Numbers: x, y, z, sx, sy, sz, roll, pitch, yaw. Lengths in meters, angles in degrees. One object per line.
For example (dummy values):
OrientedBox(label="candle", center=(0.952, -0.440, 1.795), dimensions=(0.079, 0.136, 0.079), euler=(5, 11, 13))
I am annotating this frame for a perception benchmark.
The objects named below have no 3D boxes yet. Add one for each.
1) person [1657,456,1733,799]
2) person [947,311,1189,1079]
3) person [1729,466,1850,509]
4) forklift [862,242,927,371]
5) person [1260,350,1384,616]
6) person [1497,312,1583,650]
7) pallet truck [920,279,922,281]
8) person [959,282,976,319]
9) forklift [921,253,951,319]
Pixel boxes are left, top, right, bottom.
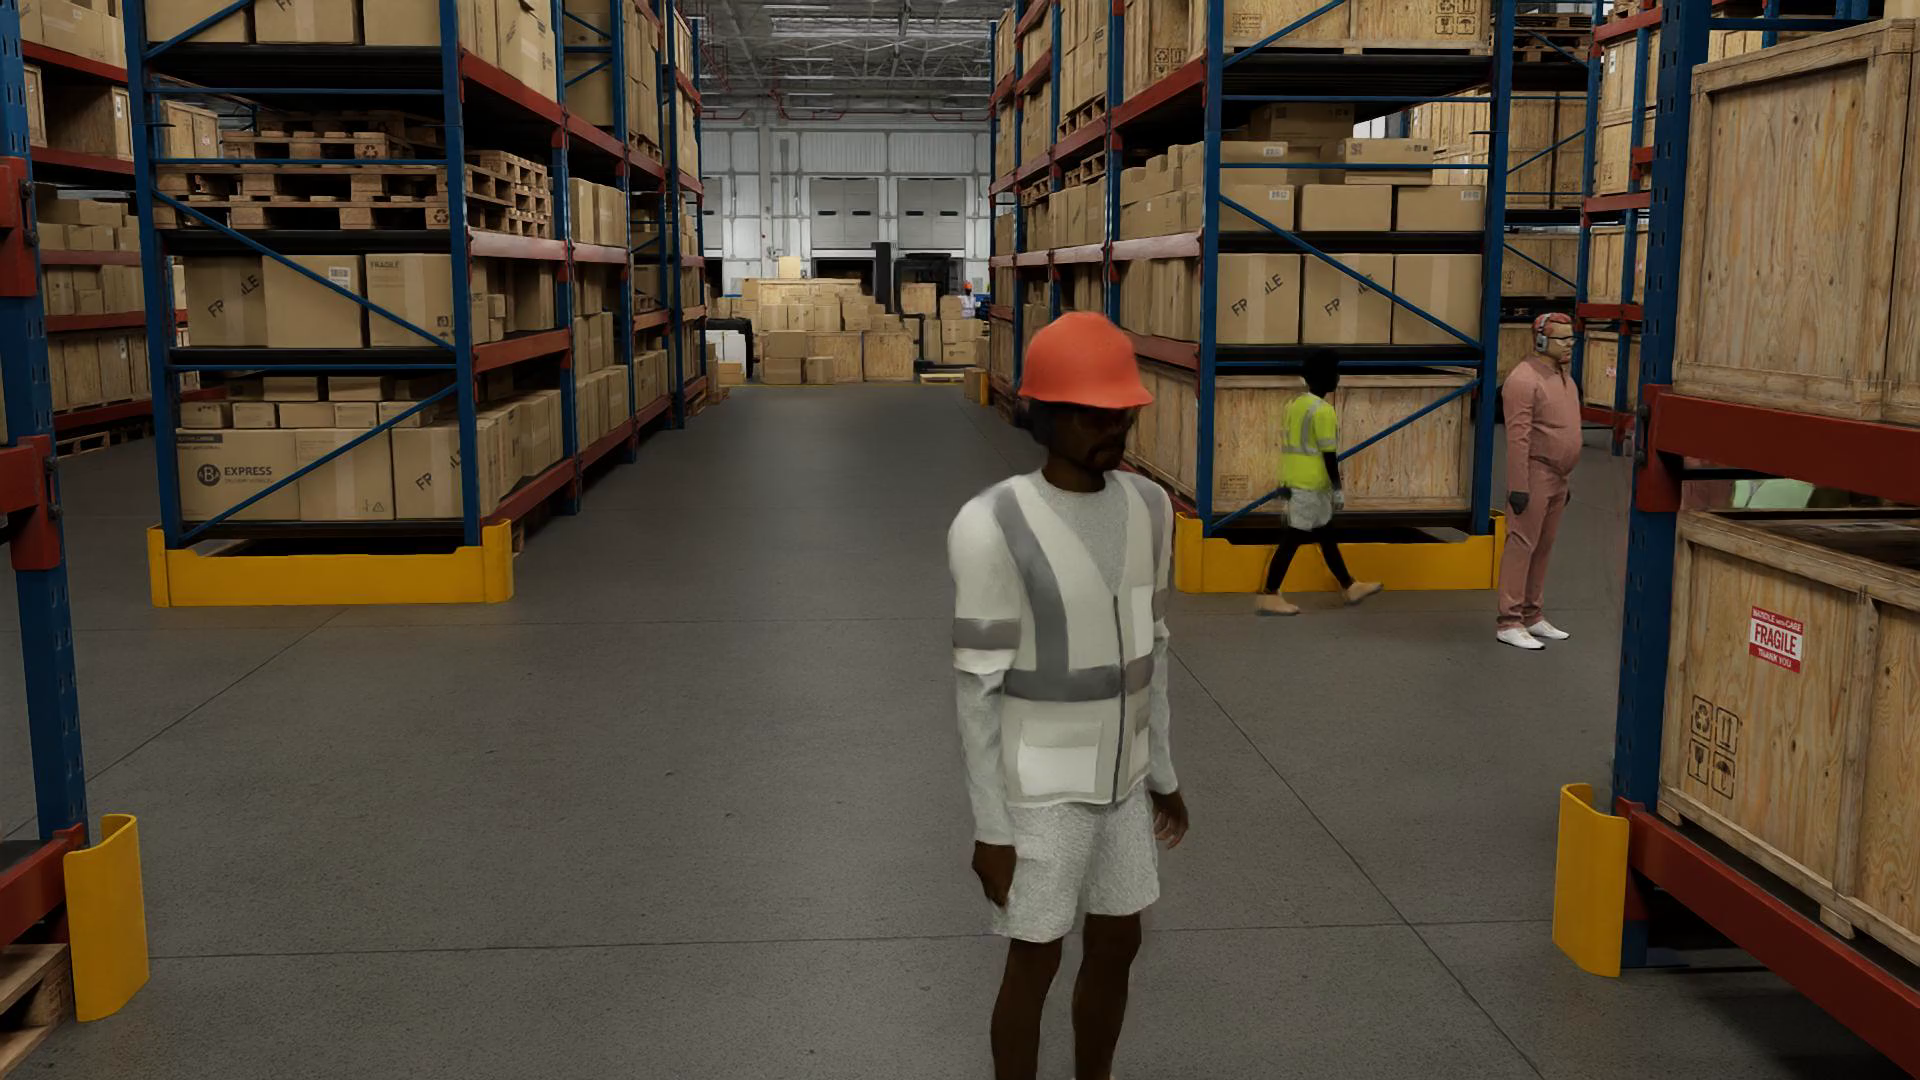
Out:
OrientedBox(label="person", center=(2.959, 0.141, 6.570), dimensions=(0.657, 1.876, 0.674), euler=(-2, 9, -12))
OrientedBox(label="person", center=(0.262, 0.521, 3.688), dimensions=(0.611, 2.043, 0.382), euler=(-7, 12, -39))
OrientedBox(label="person", center=(2.825, 0.262, 6.000), dimensions=(0.841, 1.809, 0.581), euler=(0, 9, -2))
OrientedBox(label="forklift", center=(-1.688, -5.088, 36.276), dimensions=(1.873, 2.768, 1.129), euler=(-1, 9, -4))
OrientedBox(label="person", center=(2.268, -0.346, 10.327), dimensions=(0.875, 1.646, 0.544), euler=(-1, 9, -5))
OrientedBox(label="person", center=(3.339, -0.340, 9.513), dimensions=(0.400, 1.907, 0.644), euler=(8, 12, 43))
OrientedBox(label="pallet truck", center=(-0.932, -8.922, 63.114), dimensions=(1.885, 1.965, 0.823), euler=(2, 9, 13))
OrientedBox(label="person", center=(0.193, -6.538, 48.414), dimensions=(0.551, 1.916, 0.747), euler=(-4, 10, -23))
OrientedBox(label="forklift", center=(-0.754, -7.703, 52.695), dimensions=(1.129, 2.768, 1.873), euler=(-5, 10, -30))
